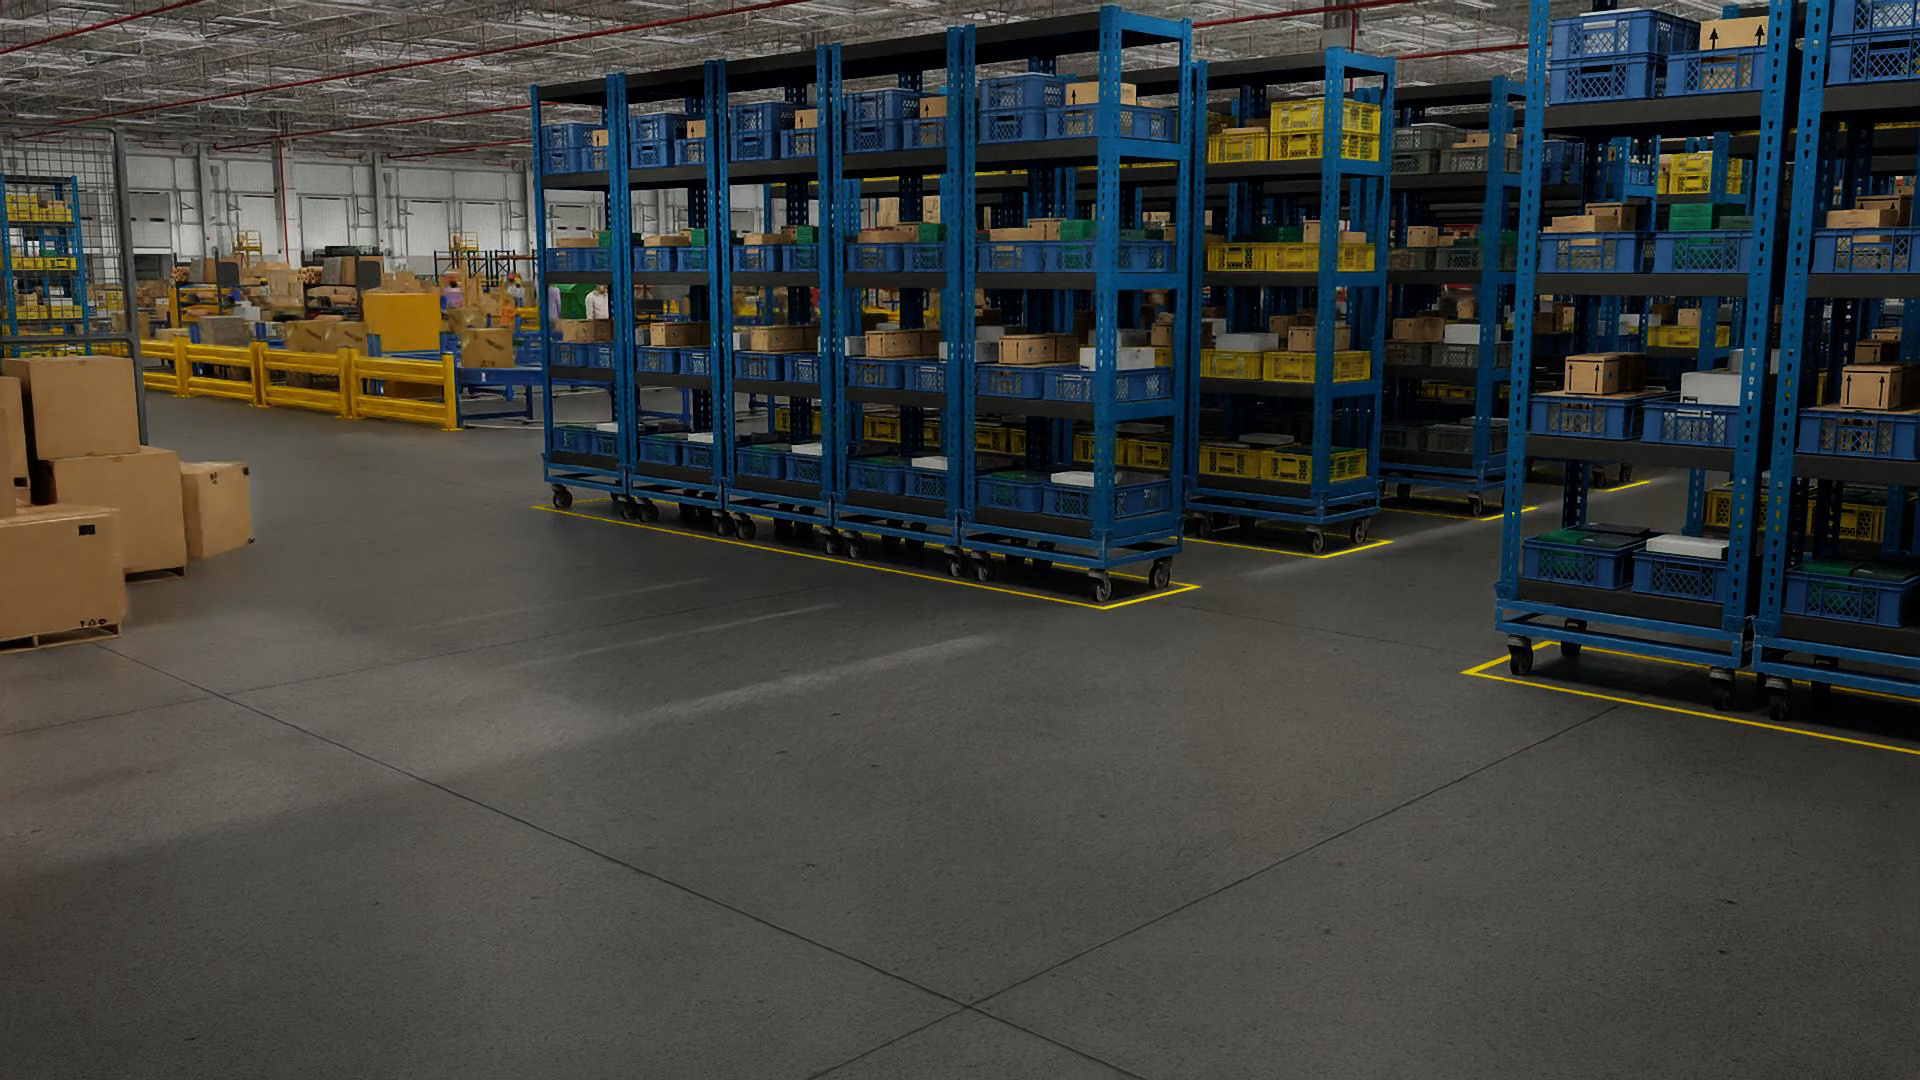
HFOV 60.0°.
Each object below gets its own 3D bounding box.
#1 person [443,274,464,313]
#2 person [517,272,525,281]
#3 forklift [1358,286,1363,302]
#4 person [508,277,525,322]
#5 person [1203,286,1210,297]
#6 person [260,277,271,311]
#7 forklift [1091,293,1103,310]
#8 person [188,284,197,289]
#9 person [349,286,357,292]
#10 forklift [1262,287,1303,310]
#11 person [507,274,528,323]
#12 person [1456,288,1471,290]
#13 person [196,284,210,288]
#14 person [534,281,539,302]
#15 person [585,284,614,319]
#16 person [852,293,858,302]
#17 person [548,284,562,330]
[{"bbox_3d":[-13.694,-6.215,44.990,0.477,1.918,0.546,7,11,35],"label":"person"},{"bbox_3d":[-25.492,-14.562,96.318,0.591,1.881,0.998,1,9,6],"label":"person"},{"bbox_3d":[11.100,-7.017,46.970,1.873,2.768,1.129,9,13,43],"label":"forklift"},{"bbox_3d":[-15.598,-8.333,58.390,0.606,1.794,0.742,-6,11,-34],"label":"person"},{"bbox_3d":[8.188,-7.634,54.564,0.508,1.631,0.271,6,11,32],"label":"person"},{"bbox_3d":[-26.502,-9.128,63.385,0.492,1.743,0.296,5,11,28],"label":"person"},{"bbox_3d":[5.701,-9.895,64.612,1.873,2.768,1.129,9,13,43],"label":"forklift"},{"bbox_3d":[-37.697,-12.207,81.834,0.594,1.884,0.925,1,9,9],"label":"person"},{"bbox_3d":[-30.390,-12.523,83.296,0.704,2.000,0.869,4,10,22],"label":"person"},{"bbox_3d":[10.769,-8.203,54.240,1.129,2.768,1.873,8,12,42],"label":"forklift"},{"bbox_3d":[-15.951,-8.578,59.548,0.962,1.903,0.555,-7,11,-35],"label":"person"},{"bbox_3d":[19.559,-9.443,64.542,0.987,2.007,0.621,-5,11,-30],"label":"person"},{"bbox_3d":[-26.475,-8.330,58.226,0.342,1.844,0.613,7,11,36],"label":"person"},{"bbox_3d":[-17.100,-9.920,67.651,0.613,1.941,0.838,5,10,26],"label":"person"},{"bbox_3d":[-7.072,-4.218,32.833,0.396,1.898,0.641,8,12,40],"label":"person"},{"bbox_3d":[-4.706,-10.997,74.987,0.531,1.698,0.320,6,11,33],"label":"person"},{"bbox_3d":[-9.191,-5.046,37.466,0.641,2.032,0.473,7,12,38],"label":"person"}]
